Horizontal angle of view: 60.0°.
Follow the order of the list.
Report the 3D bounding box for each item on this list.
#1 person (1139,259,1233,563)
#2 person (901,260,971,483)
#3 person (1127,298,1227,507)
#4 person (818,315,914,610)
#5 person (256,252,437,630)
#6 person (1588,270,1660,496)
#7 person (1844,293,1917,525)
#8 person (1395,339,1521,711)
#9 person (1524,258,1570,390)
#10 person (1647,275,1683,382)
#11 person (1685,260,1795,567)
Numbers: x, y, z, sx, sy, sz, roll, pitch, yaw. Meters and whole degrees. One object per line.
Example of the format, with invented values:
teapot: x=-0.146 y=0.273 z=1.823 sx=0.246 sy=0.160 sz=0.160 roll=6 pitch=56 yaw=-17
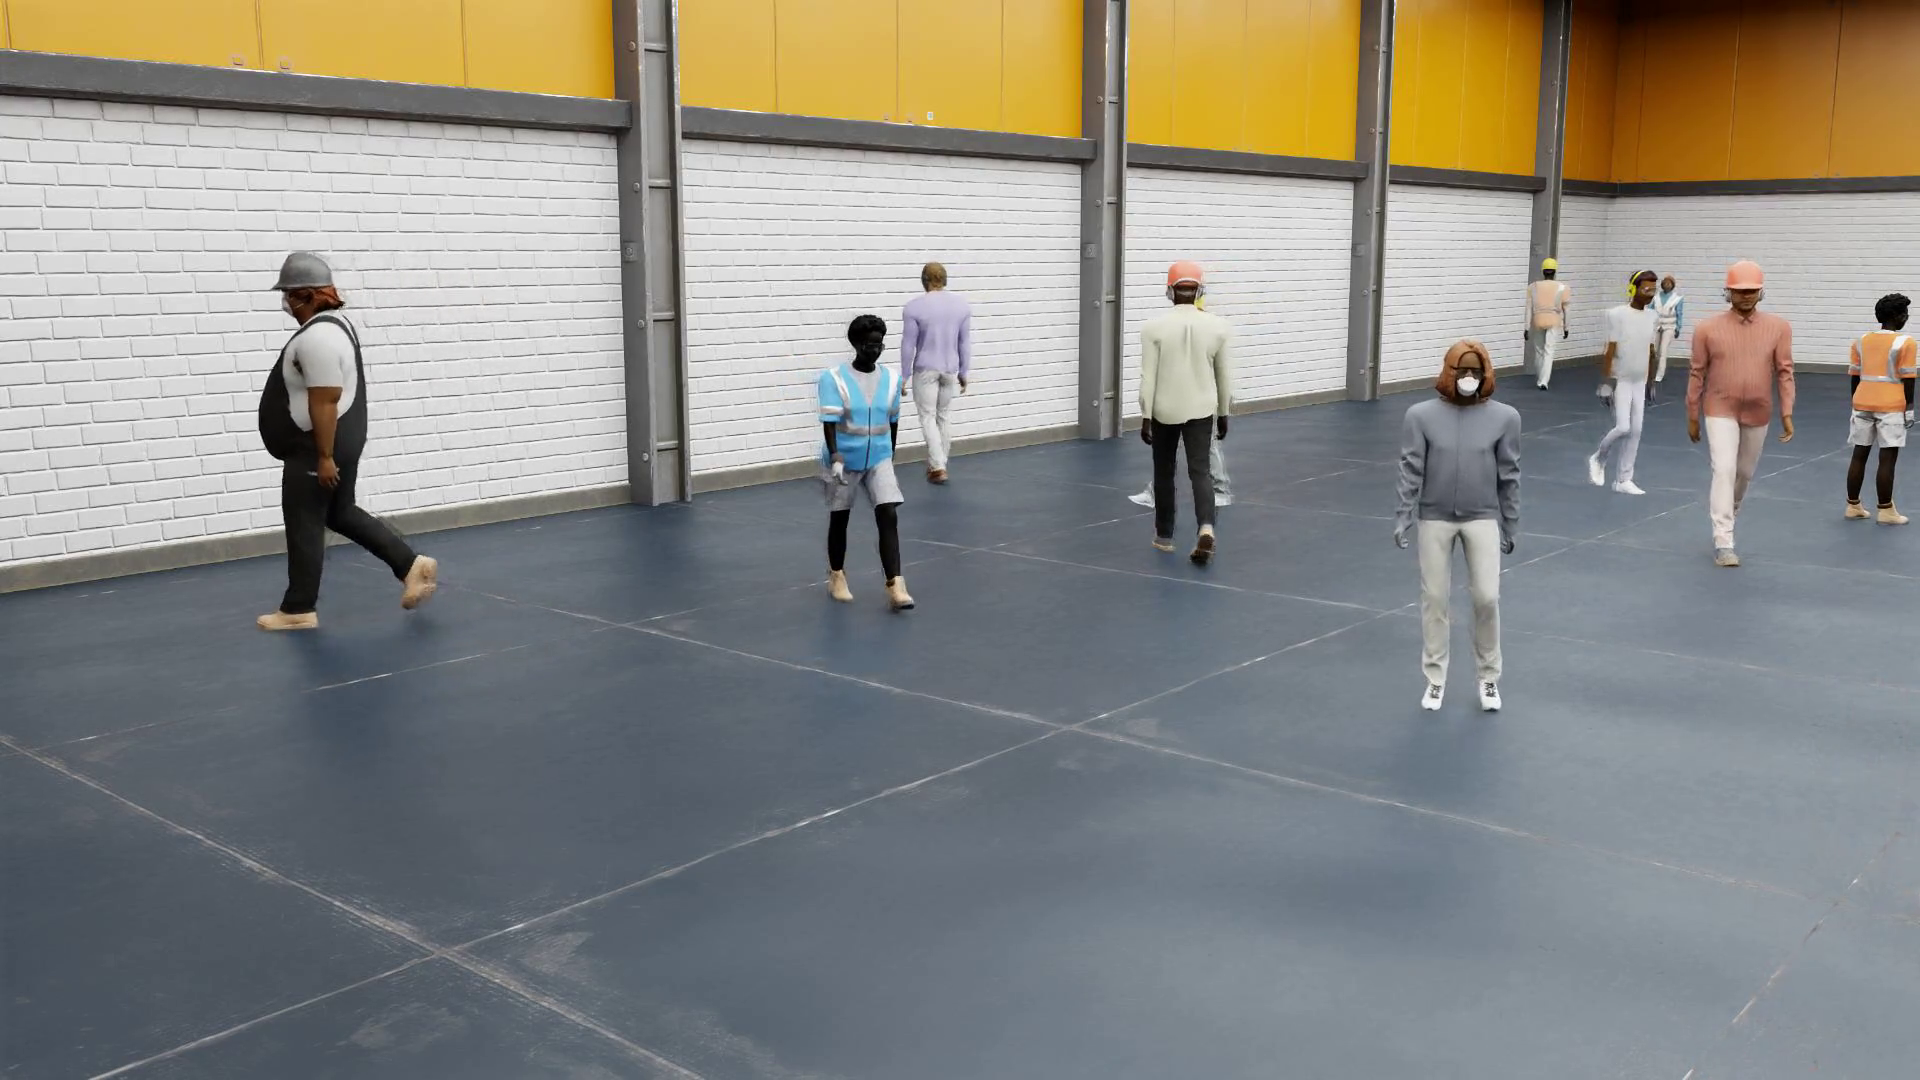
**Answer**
person: x=1.478 y=-0.843 z=10.818 sx=0.630 sy=1.961 sz=0.952 roll=-1 pitch=10 yaw=-5
person: x=-0.219 y=-1.447 z=14.390 sx=0.634 sy=1.942 sz=0.591 roll=-5 pitch=11 yaw=-26
person: x=1.740 y=-1.082 z=12.913 sx=0.830 sy=1.698 sz=0.505 roll=-6 pitch=11 yaw=-29
person: x=-0.530 y=-0.419 z=9.259 sx=0.547 sy=1.654 sz=0.844 roll=-4 pitch=11 yaw=-24
person: x=-3.325 y=-0.546 z=8.890 sx=0.848 sy=2.000 sz=0.687 roll=-2 pitch=10 yaw=-10
person: x=5.500 y=-1.296 z=13.703 sx=0.537 sy=1.849 sz=0.460 roll=-3 pitch=10 yaw=-18
person: x=6.773 y=-0.959 z=12.222 sx=0.321 sy=1.696 sz=0.530 roll=-4 pitch=11 yaw=-22
person: x=2.180 y=-0.060 z=7.302 sx=0.521 sy=1.632 sz=0.353 roll=3 pitch=10 yaw=18
person: x=8.434 y=-3.102 z=23.907 sx=0.603 sy=1.885 sz=0.972 roll=4 pitch=11 yaw=23
person: x=10.741 y=-3.228 z=25.370 sx=0.520 sy=1.609 sz=0.703 roll=7 pitch=12 yaw=37
person: x=5.088 y=-0.849 z=10.896 sx=0.610 sy=1.952 sz=1.015 roll=2 pitch=10 yaw=9
